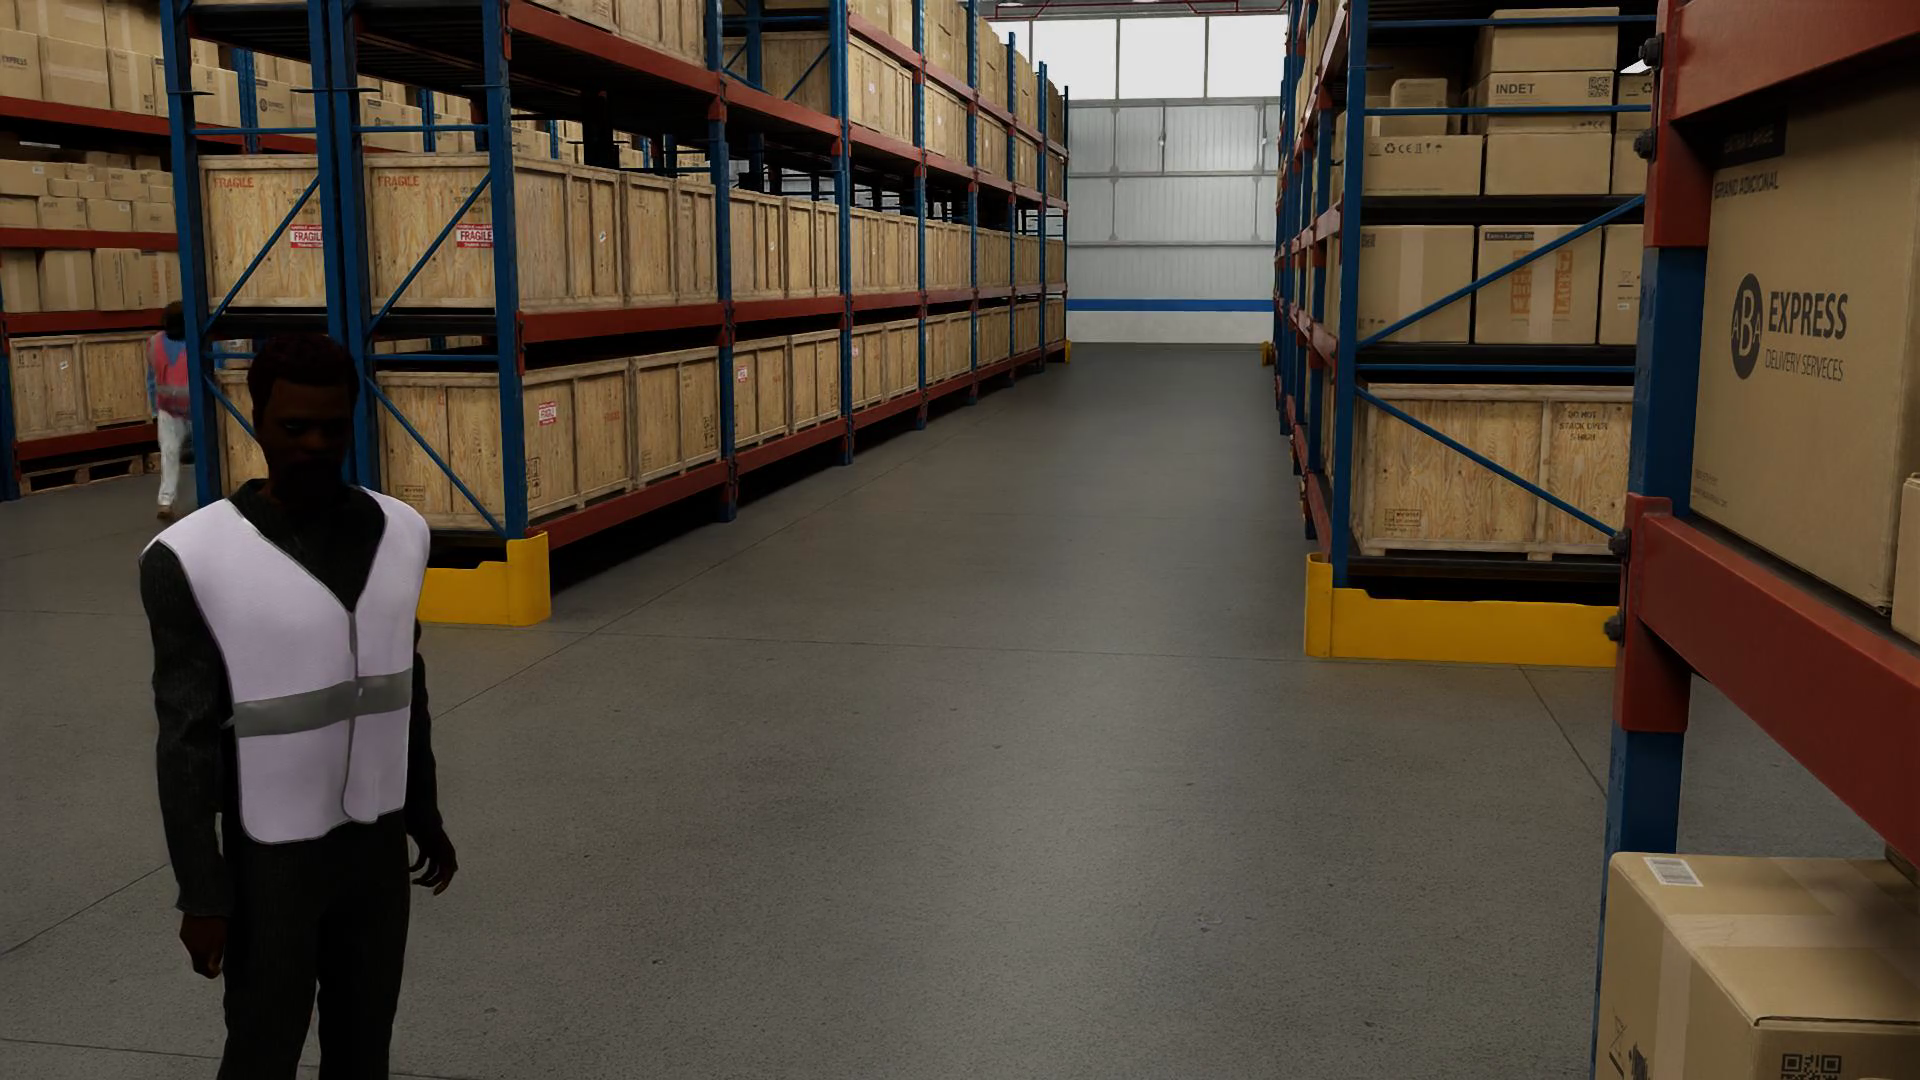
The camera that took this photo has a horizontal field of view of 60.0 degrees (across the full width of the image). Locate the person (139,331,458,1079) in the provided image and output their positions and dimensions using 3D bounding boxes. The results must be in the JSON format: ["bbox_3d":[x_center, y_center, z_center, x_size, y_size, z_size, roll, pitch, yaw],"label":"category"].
[{"bbox_3d":[-1.237,0.565,3.165,0.370,1.915,0.596,5,11,29],"label":"person"}]

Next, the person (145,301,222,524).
[{"bbox_3d":[-6.306,-1.045,13.559,0.657,1.785,0.987,0,9,-1],"label":"person"}]
